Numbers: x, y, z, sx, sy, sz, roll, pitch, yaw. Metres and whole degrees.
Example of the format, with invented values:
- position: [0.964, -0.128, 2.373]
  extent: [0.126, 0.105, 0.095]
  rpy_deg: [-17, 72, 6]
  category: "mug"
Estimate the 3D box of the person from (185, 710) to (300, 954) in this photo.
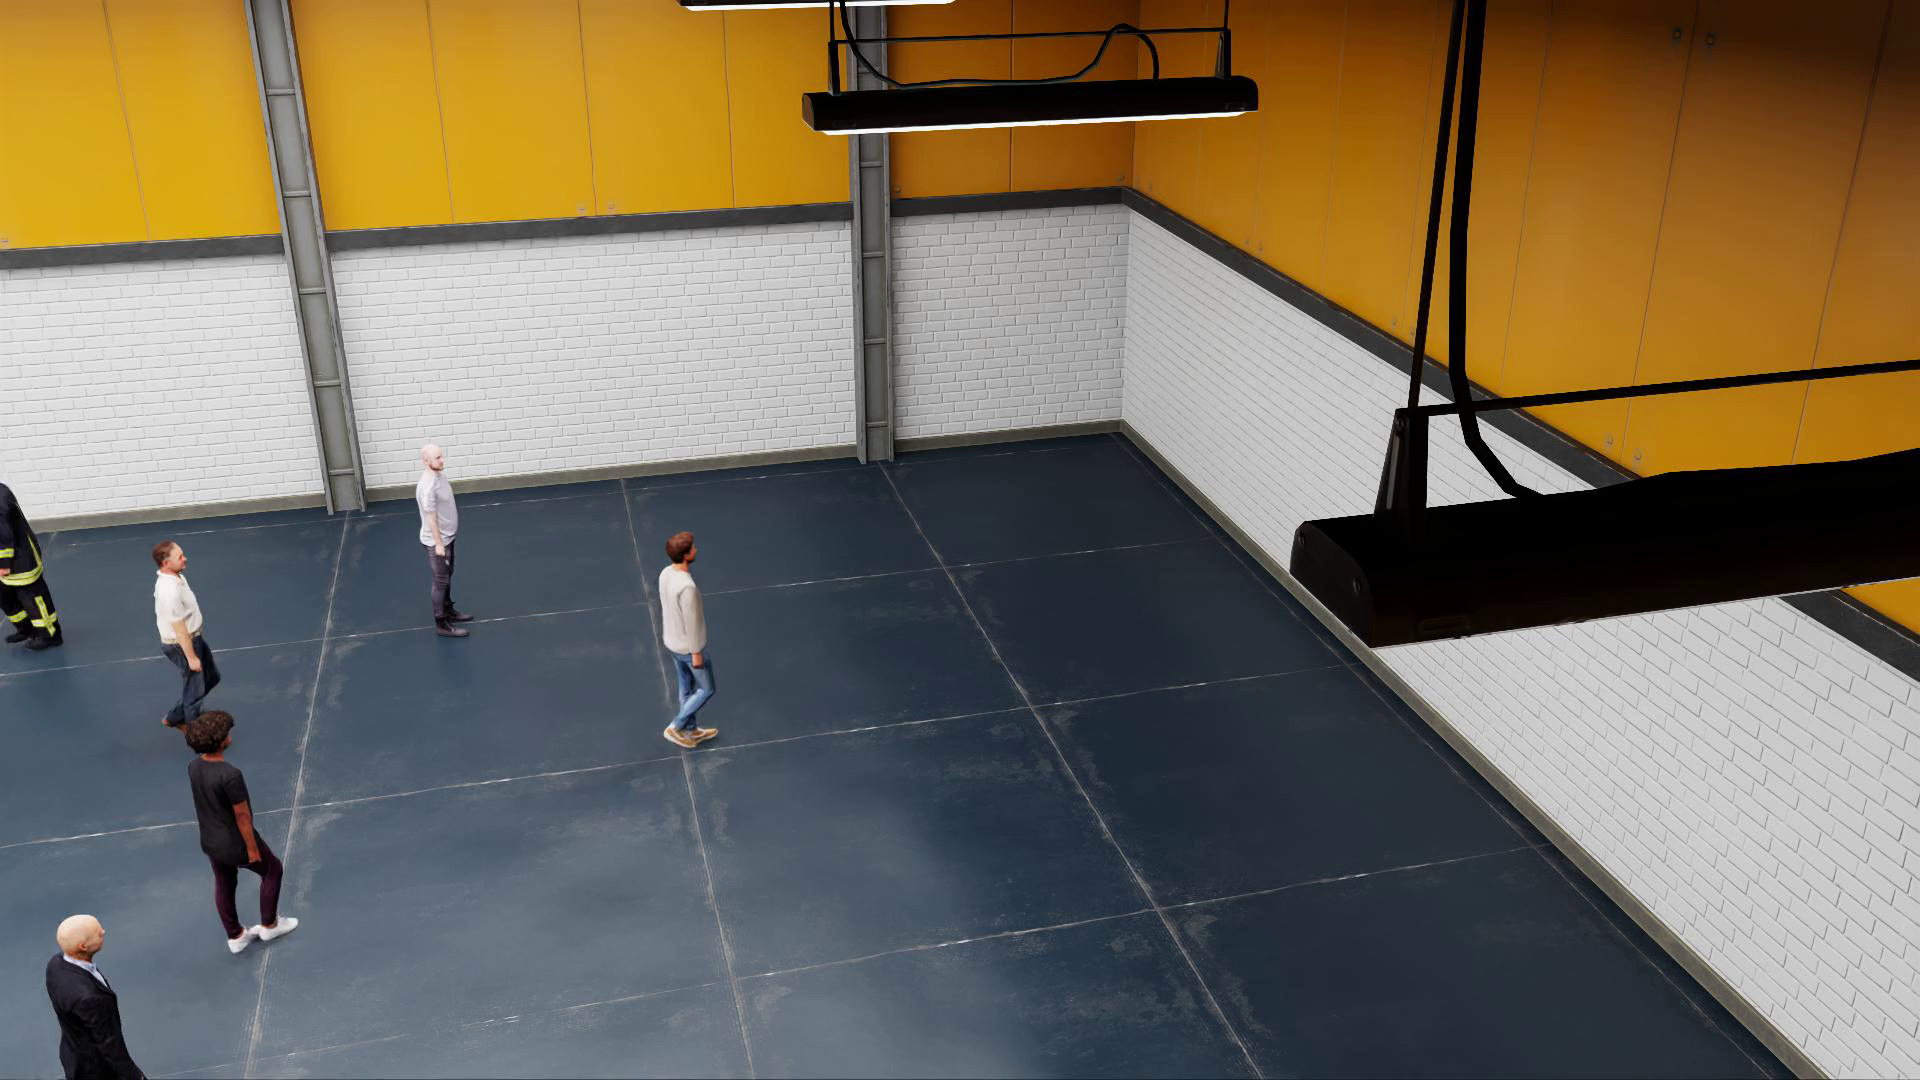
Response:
- position: [-4.863, 1.971, 10.950]
  extent: [0.791, 1.771, 0.858]
  rpy_deg: [10, 25, 21]
  category: "person"

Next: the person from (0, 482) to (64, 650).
- position: [-8.470, 0.093, 15.079]
  extent: [0.873, 1.905, 0.908]
  rpy_deg: [-19, 30, -36]
  category: "person"

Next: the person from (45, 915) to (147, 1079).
- position: [-4.734, 2.835, 8.954]
  extent: [0.771, 1.787, 0.783]
  rpy_deg: [-17, 29, -33]
  category: "person"

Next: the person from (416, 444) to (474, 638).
- position: [-4.833, -0.019, 15.426]
  extent: [0.656, 1.833, 0.703]
  rpy_deg: [-1, 24, -3]
  category: "person"

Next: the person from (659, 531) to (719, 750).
- position: [-2.267, 0.852, 13.357]
  extent: [0.863, 1.895, 0.811]
  rpy_deg: [-15, 28, -30]
  category: "person"

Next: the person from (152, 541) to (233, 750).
- position: [-6.330, 0.874, 13.371]
  extent: [0.755, 1.843, 0.683]
  rpy_deg: [-5, 24, -11]
  category: "person"
